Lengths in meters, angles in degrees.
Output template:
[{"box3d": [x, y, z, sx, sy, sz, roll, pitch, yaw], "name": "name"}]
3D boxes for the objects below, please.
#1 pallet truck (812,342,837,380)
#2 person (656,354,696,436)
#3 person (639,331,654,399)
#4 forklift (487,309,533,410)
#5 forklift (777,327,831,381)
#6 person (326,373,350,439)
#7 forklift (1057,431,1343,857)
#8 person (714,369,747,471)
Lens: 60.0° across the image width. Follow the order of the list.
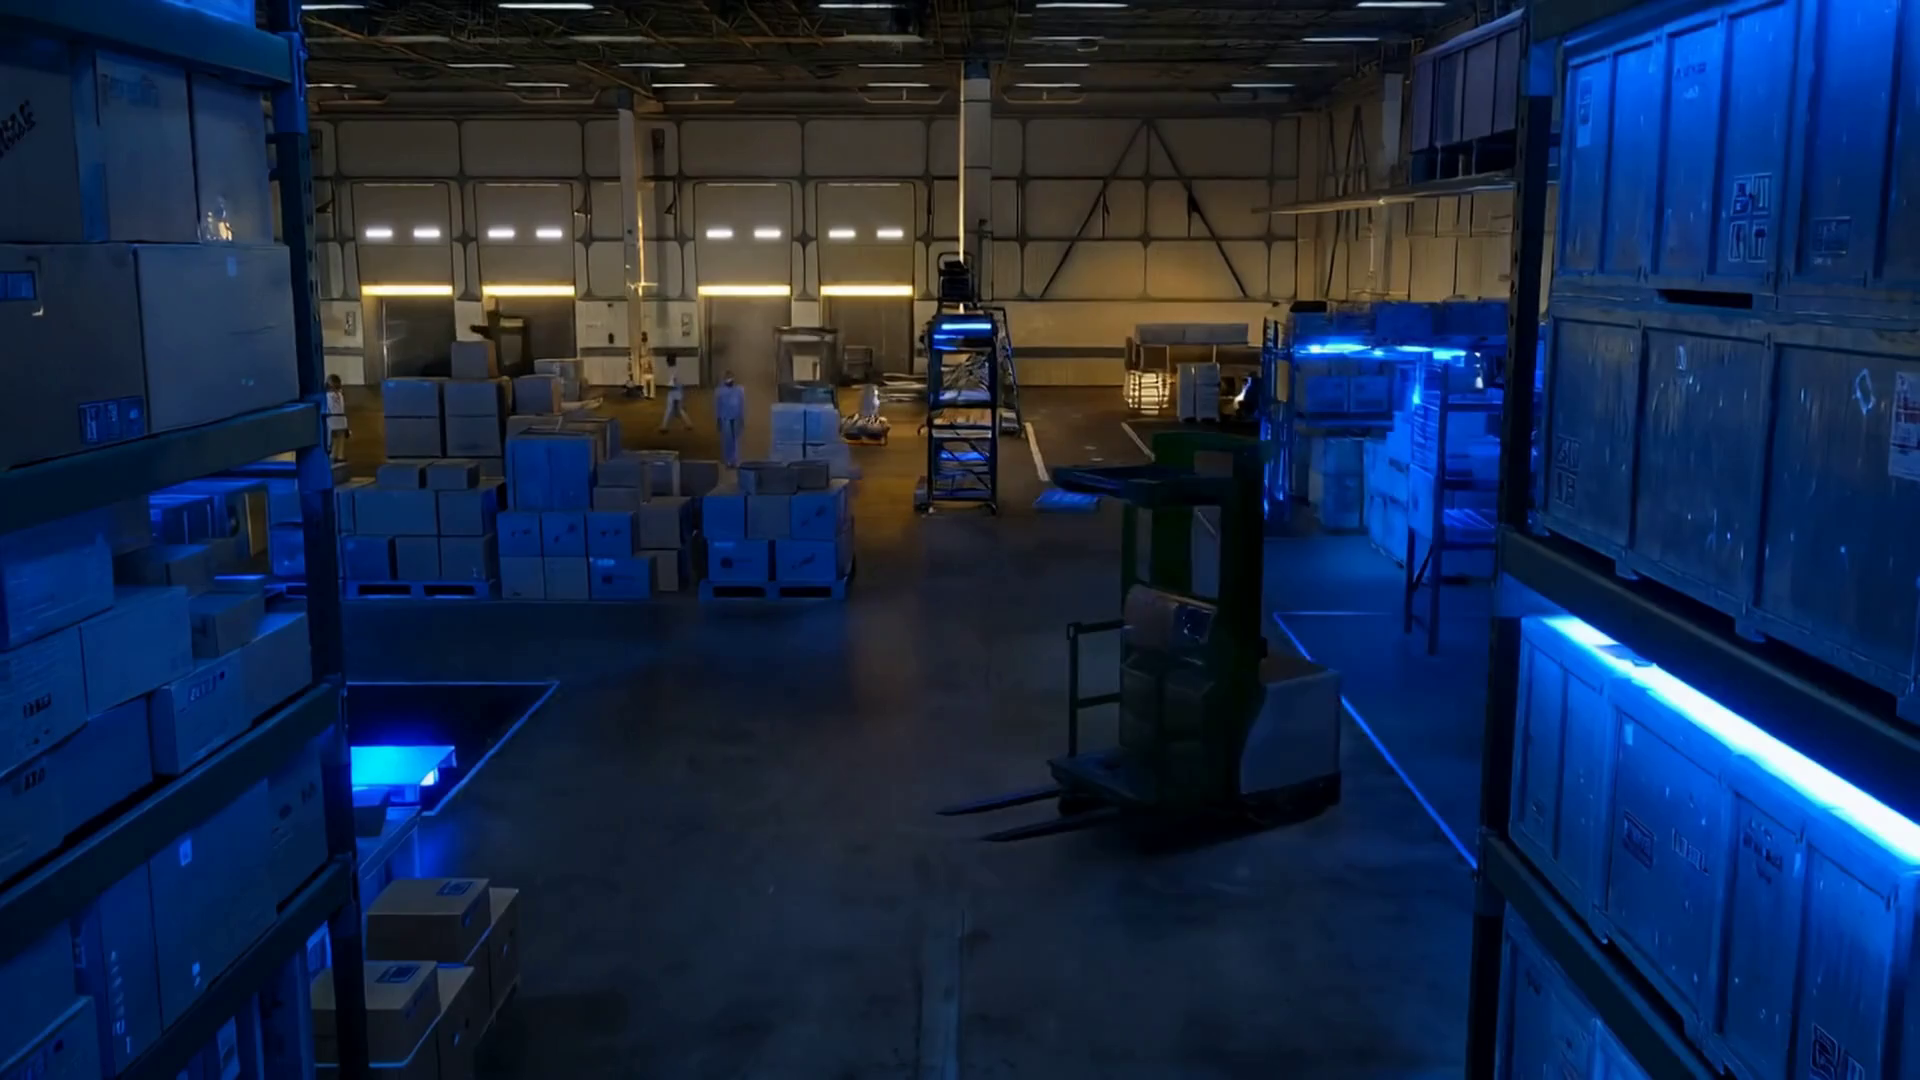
[{"box3d": [-3.021, -4.312, 43.126, 1.885, 1.965, 0.823, 3, 10, 17], "name": "pallet truck"}, {"box3d": [-6.442, -3.294, 37.749, 0.931, 1.848, 0.571, -4, 11, -21], "name": "person"}, {"box3d": [-8.875, -4.949, 47.009, 0.544, 1.929, 0.386, 9, 13, 41], "name": "person"}, {"box3d": [-10.359, -3.940, 38.434, 1.129, 2.768, 1.873, -8, 13, -38], "name": "forklift"}, {"box3d": [-2.708, -2.321, 29.091, 1.129, 2.768, 1.873, -1, 10, -6], "name": "forklift"}, {"box3d": [-11.448, -2.097, 30.521, 0.356, 1.938, 0.544, 5, 11, 28], "name": "person"}, {"box3d": [1.796, 0.635, 12.039, 1.873, 2.768, 1.129, -7, 12, -33], "name": "forklift"}, {"box3d": [-4.376, -2.302, 31.736, 0.627, 1.927, 0.601, -2, 10, -11], "name": "person"}]
